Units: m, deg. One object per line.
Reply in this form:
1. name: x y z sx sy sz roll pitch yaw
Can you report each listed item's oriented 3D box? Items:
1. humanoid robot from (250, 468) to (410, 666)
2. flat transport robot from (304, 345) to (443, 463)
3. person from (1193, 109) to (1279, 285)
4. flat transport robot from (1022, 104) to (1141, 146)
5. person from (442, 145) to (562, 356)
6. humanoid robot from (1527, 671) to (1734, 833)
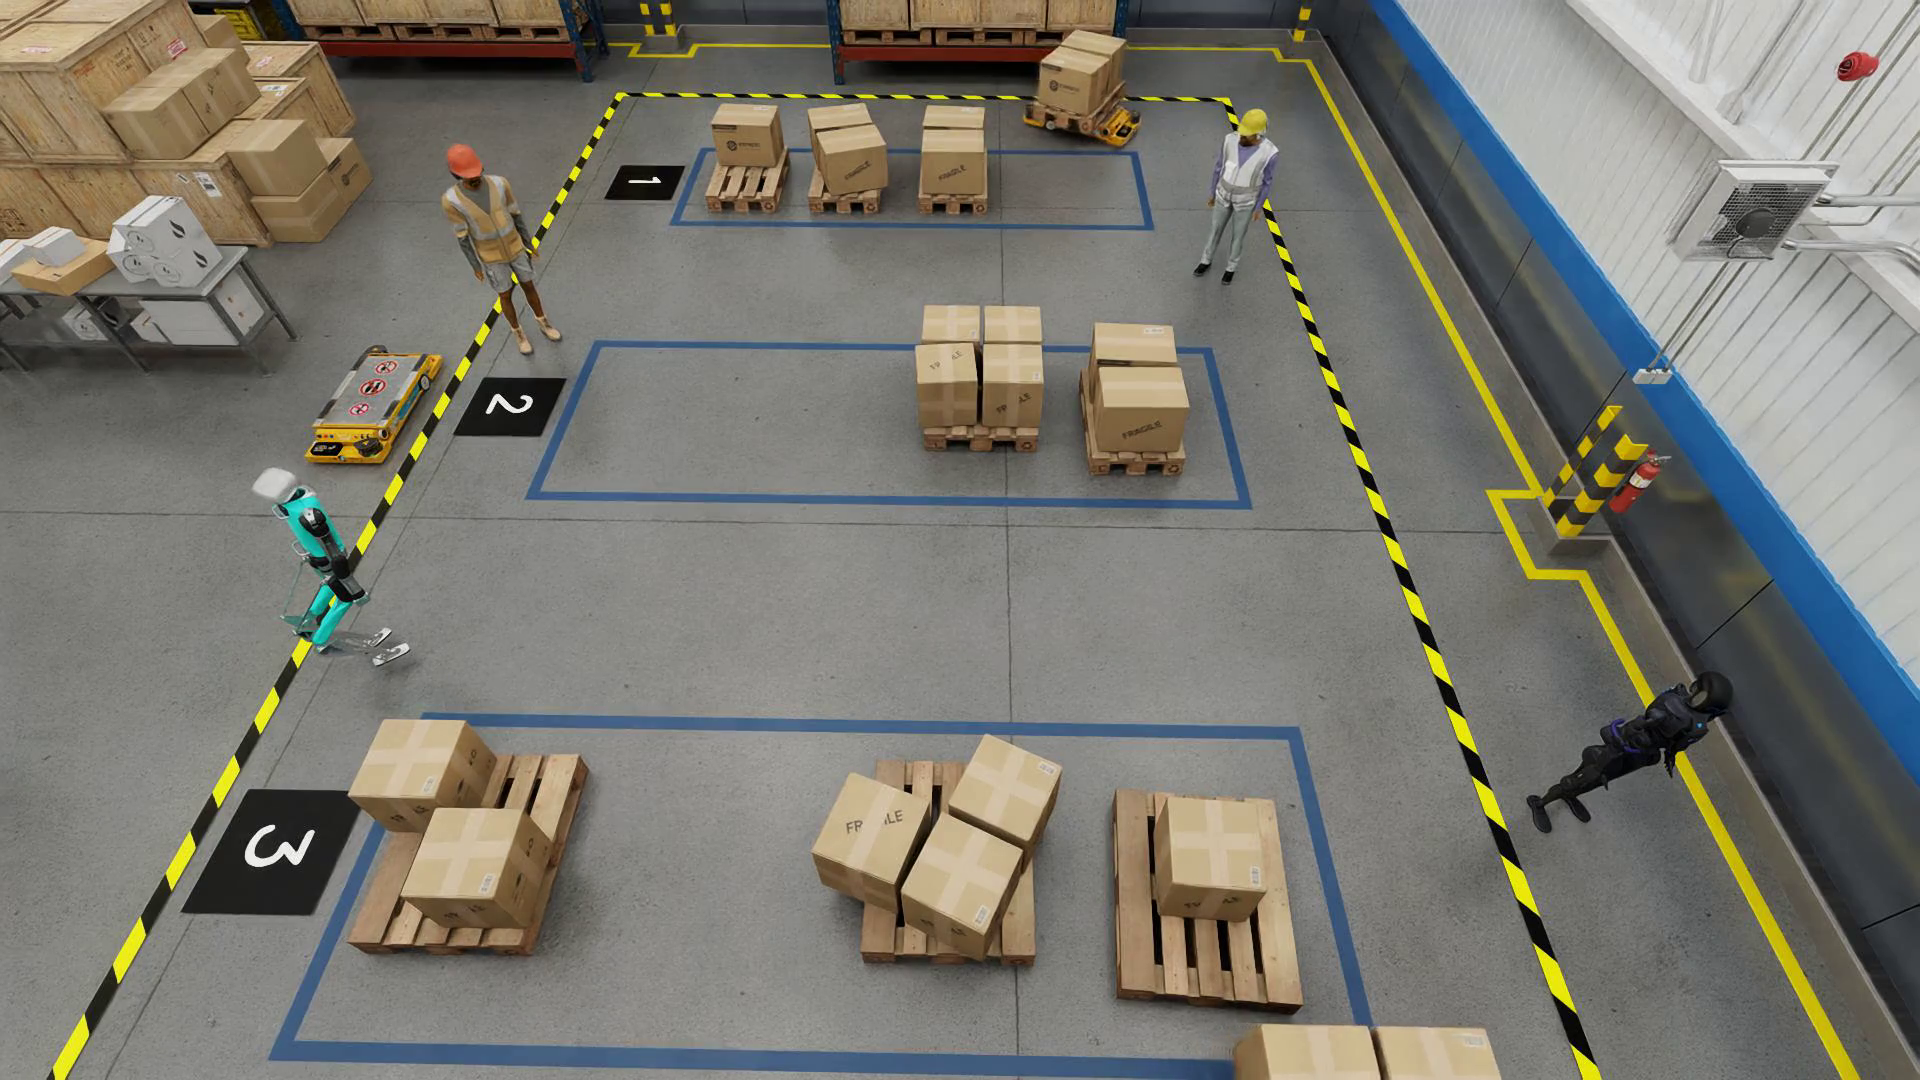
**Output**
1. humanoid robot: -4.299 0.304 6.060 0.533 1.677 0.735 34 58 25
2. flat transport robot: -5.383 -1.269 8.441 0.659 0.231 1.431 1 50 1
3. person: 2.796 -3.454 9.271 0.590 1.823 0.404 27 55 21
4. flat transport robot: 1.607 -5.575 12.066 1.431 0.197 0.652 21 53 17
5. person: -4.211 -2.644 8.445 0.614 2.039 0.388 -35 58 -26
6. humanoid robot: 3.949 1.252 5.377 0.599 1.654 0.315 -8 50 -7
